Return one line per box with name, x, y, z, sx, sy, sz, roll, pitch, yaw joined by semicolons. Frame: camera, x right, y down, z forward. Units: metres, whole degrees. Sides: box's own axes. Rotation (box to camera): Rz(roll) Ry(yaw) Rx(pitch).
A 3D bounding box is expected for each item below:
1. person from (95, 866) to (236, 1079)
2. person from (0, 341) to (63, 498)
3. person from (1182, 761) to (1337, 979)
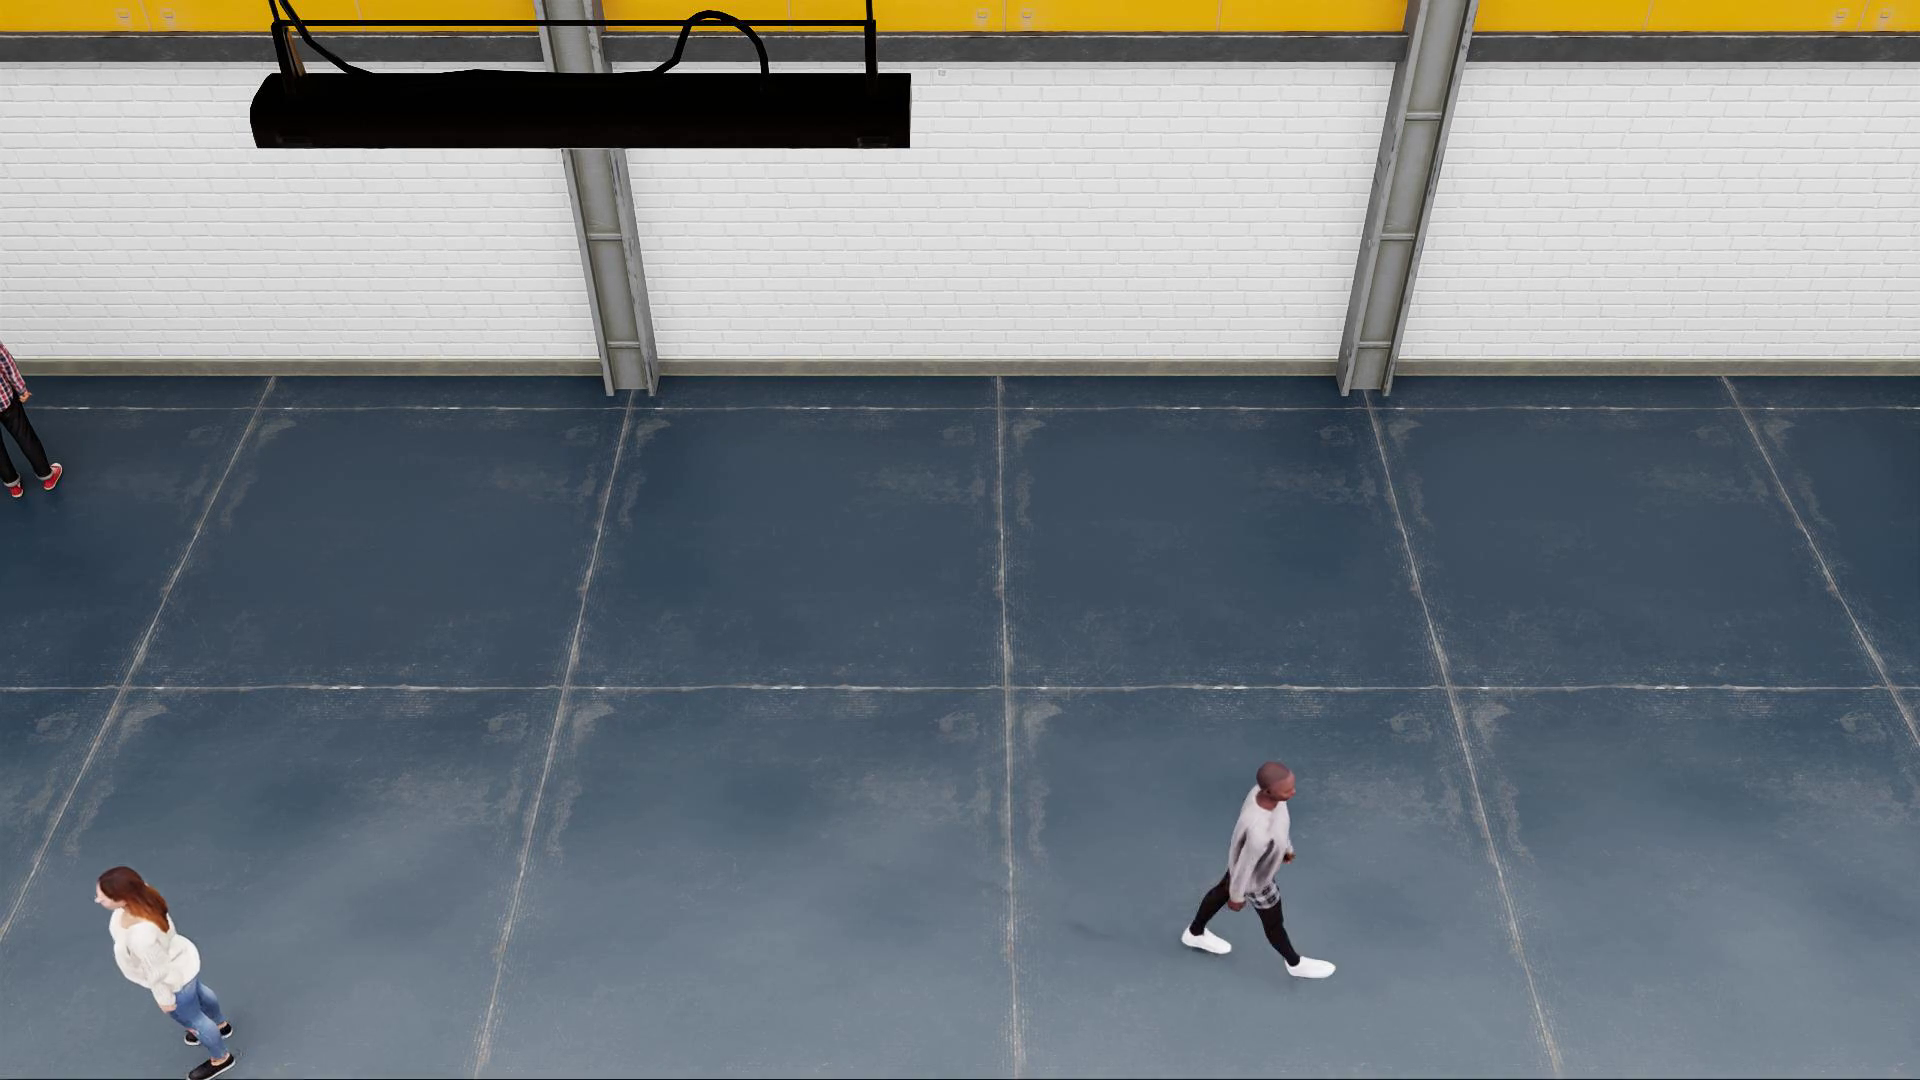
person;-4.157;2.248;8.749;0.702;1.693;0.707;-17;46;-17
person;-7.131;-1.062;12.174;0.660;1.761;0.830;-16;46;-16
person;1.528;1.792;9.198;1.184;1.734;0.851;12;45;12
